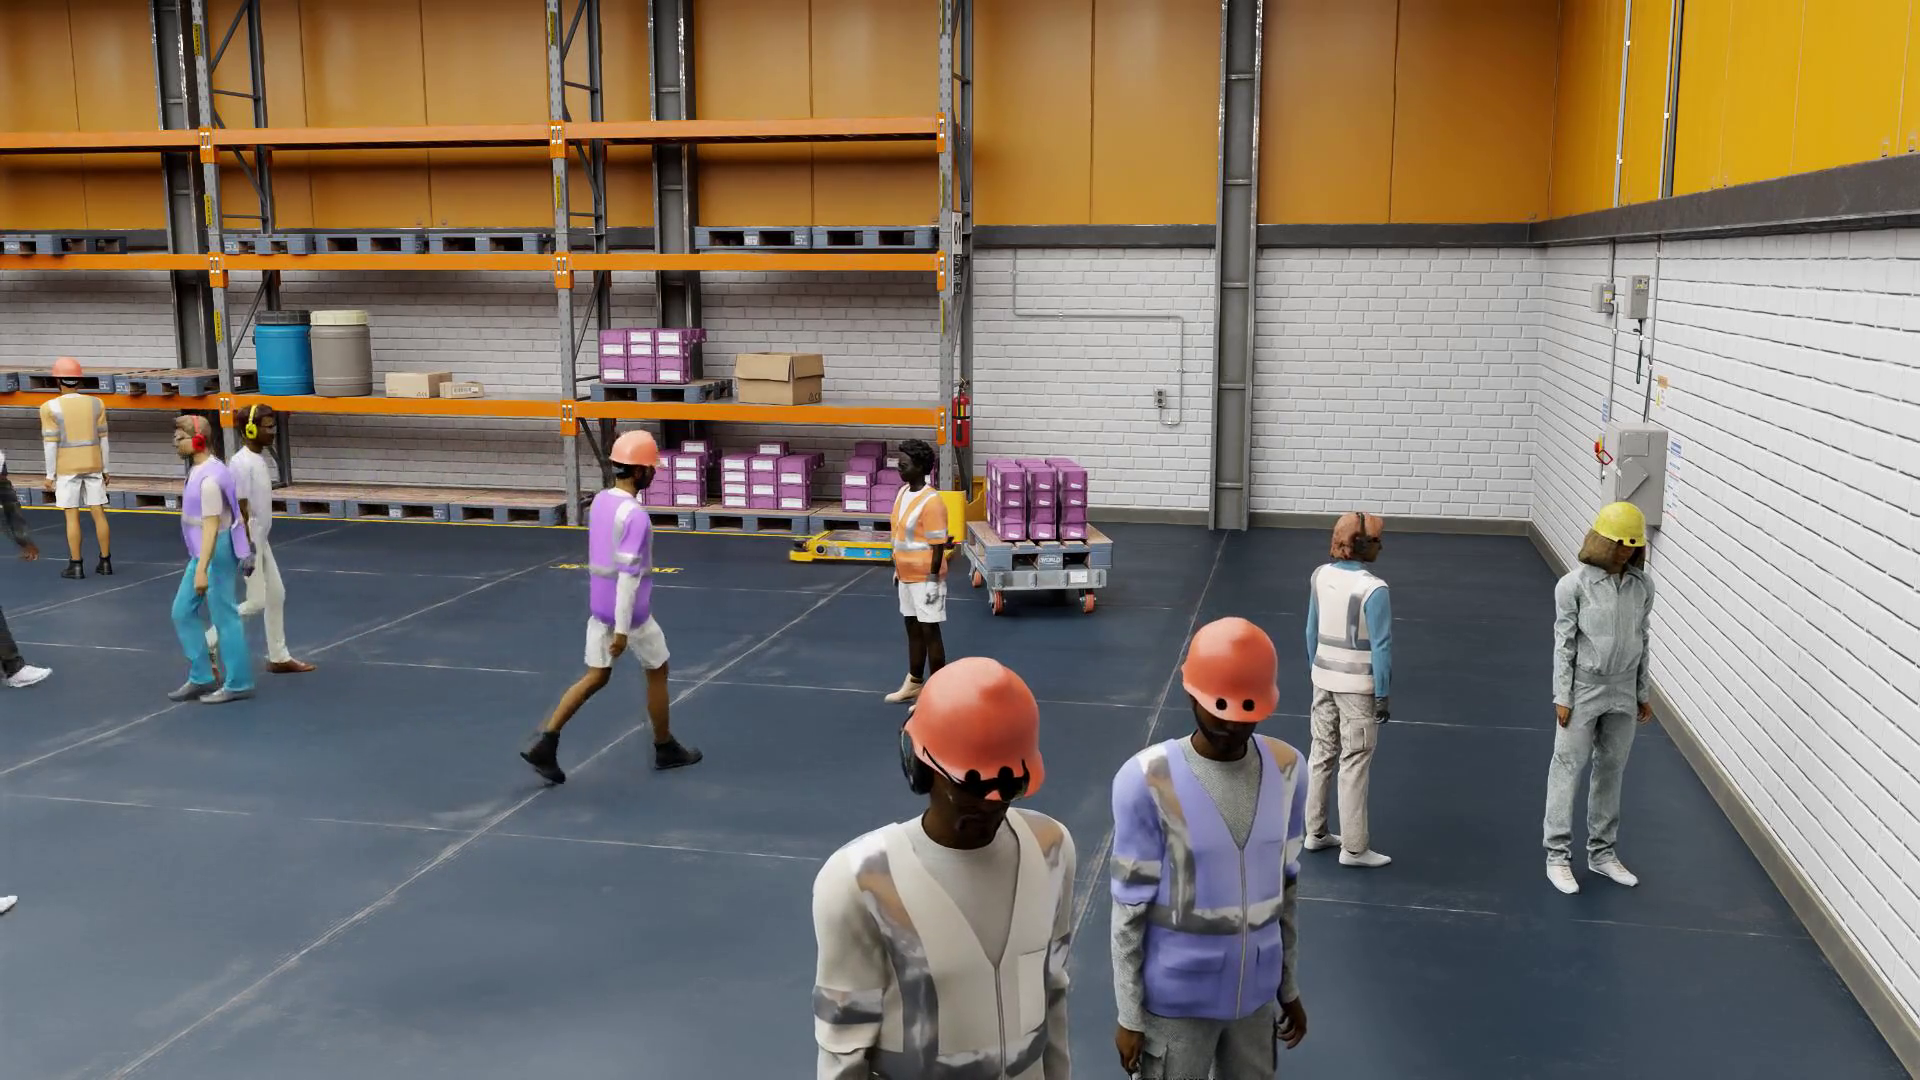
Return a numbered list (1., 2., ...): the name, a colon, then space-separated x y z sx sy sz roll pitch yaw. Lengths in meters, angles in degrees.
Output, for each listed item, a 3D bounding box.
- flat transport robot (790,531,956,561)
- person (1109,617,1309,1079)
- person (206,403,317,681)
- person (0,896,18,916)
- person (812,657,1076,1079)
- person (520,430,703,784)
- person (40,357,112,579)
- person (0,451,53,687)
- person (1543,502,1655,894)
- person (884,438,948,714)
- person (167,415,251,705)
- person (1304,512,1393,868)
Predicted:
1. flat transport robot: -0.796 0.061 15.374 1.431 0.197 0.652 2 10 10
2. person: 0.642 1.128 4.160 0.549 1.926 0.384 -4 10 -22
3. person: -4.713 0.016 11.001 0.723 1.848 0.551 -2 10 -12
4. person: -4.397 0.861 6.723 0.877 1.583 0.542 -5 11 -29
5. person: 0.010 1.219 3.309 0.605 2.033 0.392 -7 12 -35
6. person: -1.858 0.361 8.829 0.960 1.899 0.540 -9 13 -41
7. person: -7.708 -0.626 14.510 0.362 1.939 0.543 8 13 40
8. person: -6.430 0.031 10.904 1.006 1.851 0.577 2 10 10
9. person: 2.839 0.688 7.332 0.484 1.737 0.305 -3 10 -16
10. person: -0.257 0.221 10.209 0.322 1.697 0.530 -5 11 -27
11. person: -4.734 0.138 10.313 0.614 1.824 0.588 -6 11 -32
12. person: 1.788 0.683 7.656 0.310 1.636 0.522 -5 11 -27
